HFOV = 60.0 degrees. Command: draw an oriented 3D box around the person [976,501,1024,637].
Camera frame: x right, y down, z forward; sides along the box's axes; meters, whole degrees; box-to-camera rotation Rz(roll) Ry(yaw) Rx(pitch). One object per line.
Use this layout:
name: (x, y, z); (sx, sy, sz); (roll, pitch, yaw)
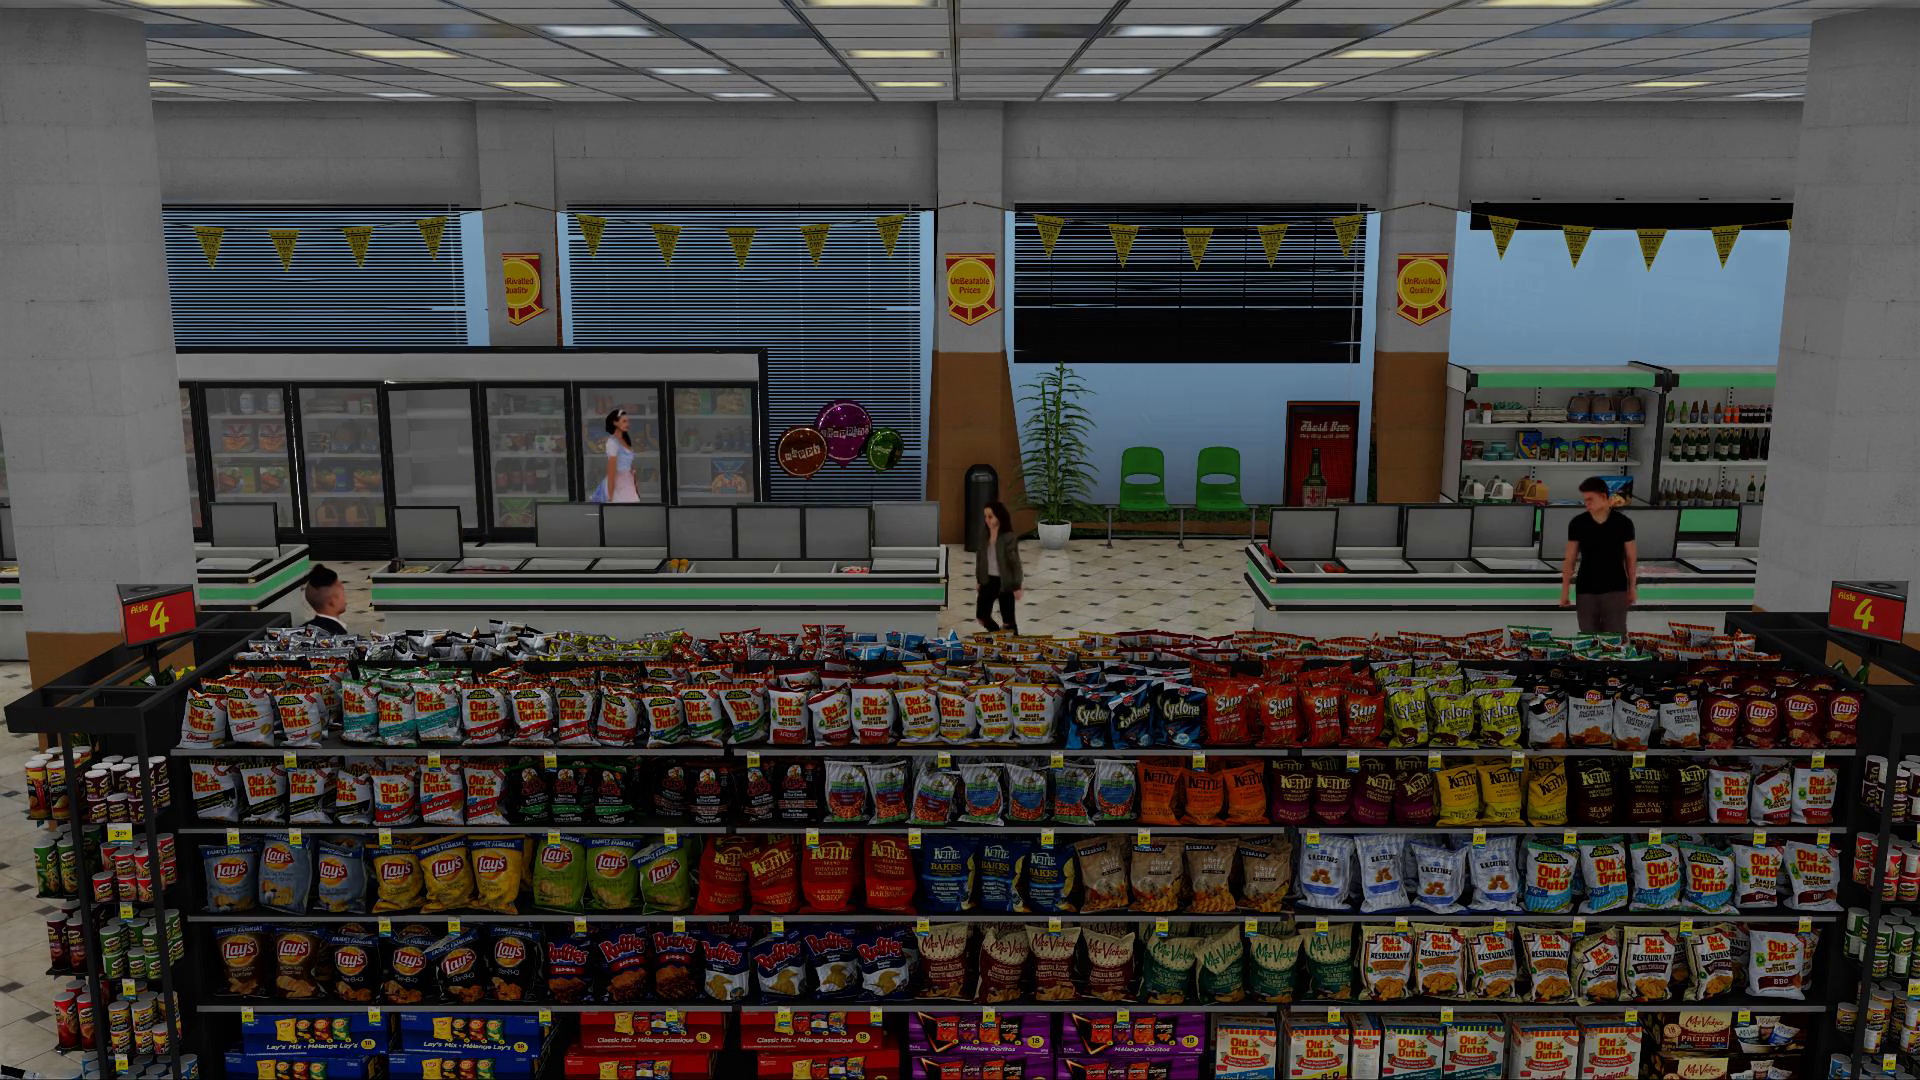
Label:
person: (0.363, 0.378, 14.229); (0.725, 1.466, 0.814); (8, 14, 32)

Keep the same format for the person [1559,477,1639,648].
person: (5.164, 0.400, 13.268); (0.798, 1.818, 0.902); (4, 13, 19)

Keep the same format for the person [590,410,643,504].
person: (-3.648, -0.441, 17.395); (1.177, 1.764, 0.679); (1, 12, 6)
